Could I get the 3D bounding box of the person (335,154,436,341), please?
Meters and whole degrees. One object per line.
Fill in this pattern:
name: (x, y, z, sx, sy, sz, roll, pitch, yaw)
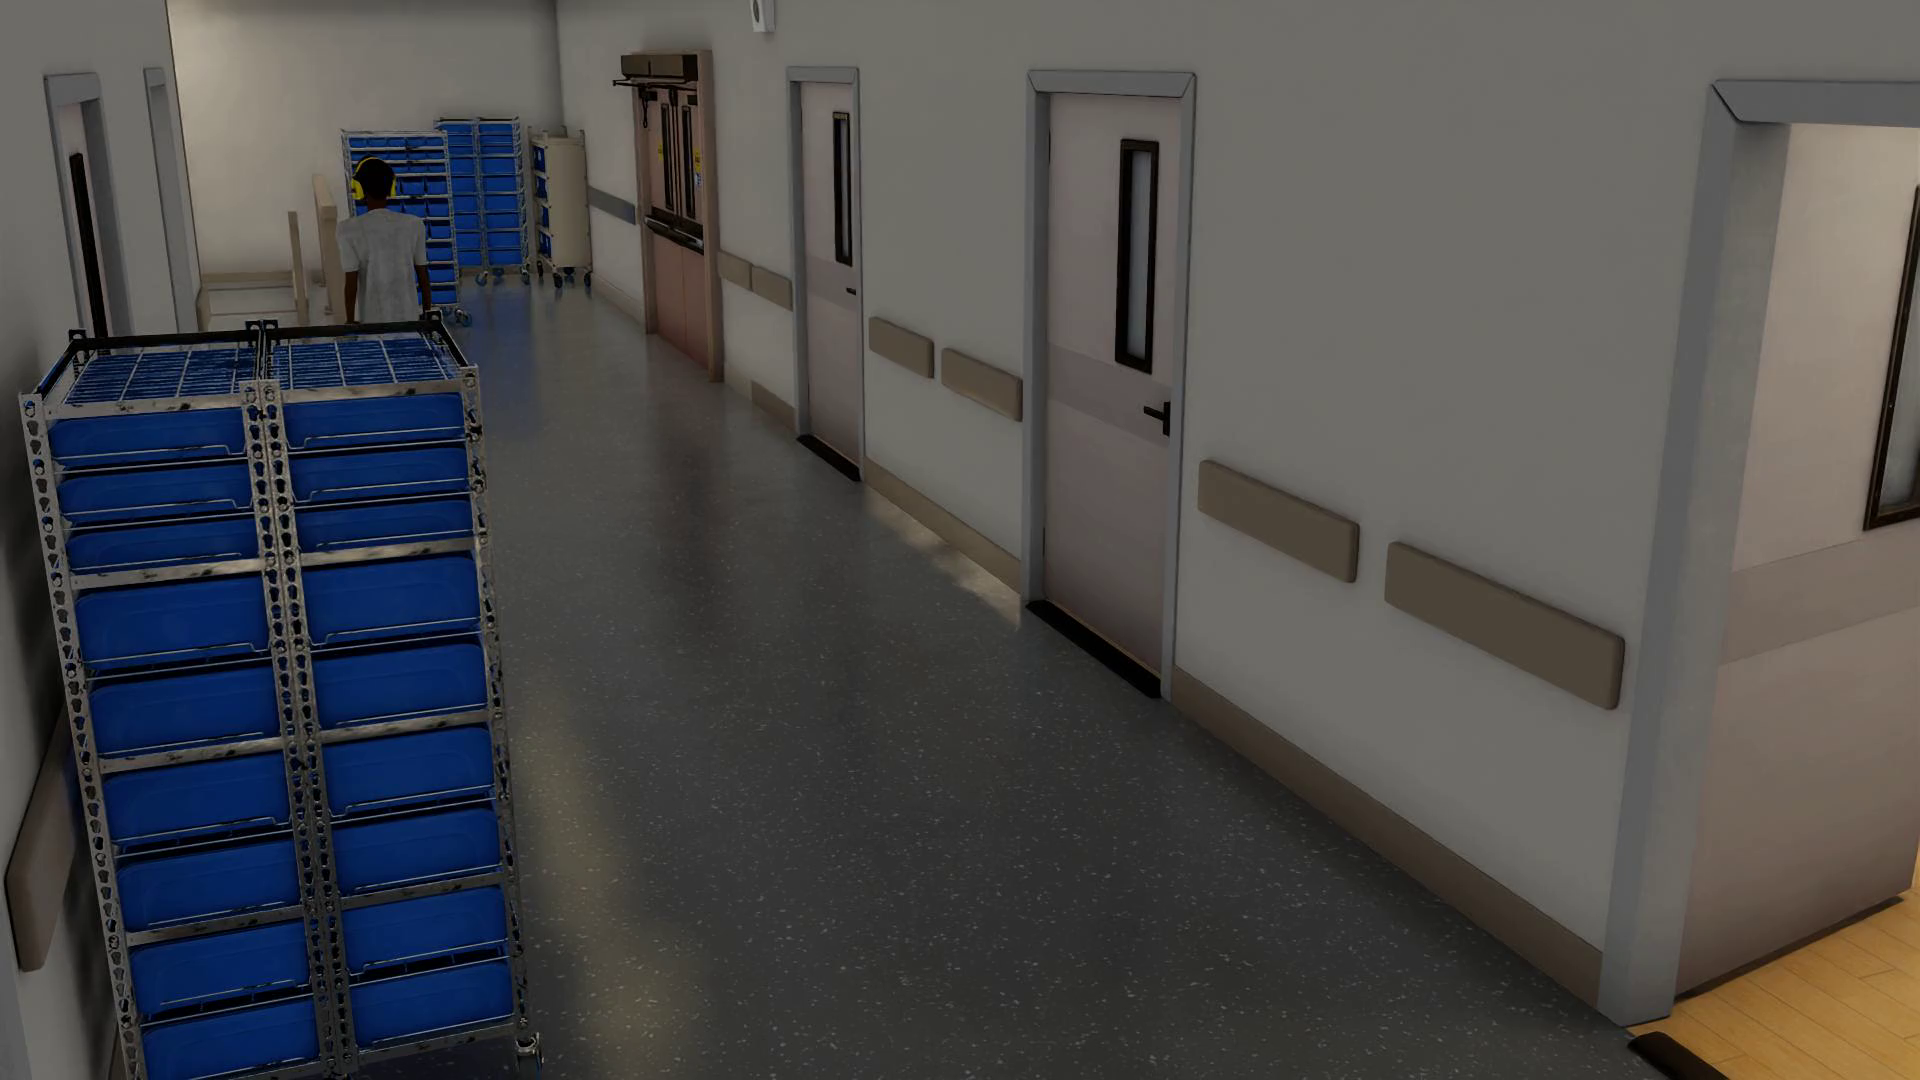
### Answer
person: (-3.174, -1.182, 9.243, 0.510, 1.877, 0.329, -13, 20, -37)
